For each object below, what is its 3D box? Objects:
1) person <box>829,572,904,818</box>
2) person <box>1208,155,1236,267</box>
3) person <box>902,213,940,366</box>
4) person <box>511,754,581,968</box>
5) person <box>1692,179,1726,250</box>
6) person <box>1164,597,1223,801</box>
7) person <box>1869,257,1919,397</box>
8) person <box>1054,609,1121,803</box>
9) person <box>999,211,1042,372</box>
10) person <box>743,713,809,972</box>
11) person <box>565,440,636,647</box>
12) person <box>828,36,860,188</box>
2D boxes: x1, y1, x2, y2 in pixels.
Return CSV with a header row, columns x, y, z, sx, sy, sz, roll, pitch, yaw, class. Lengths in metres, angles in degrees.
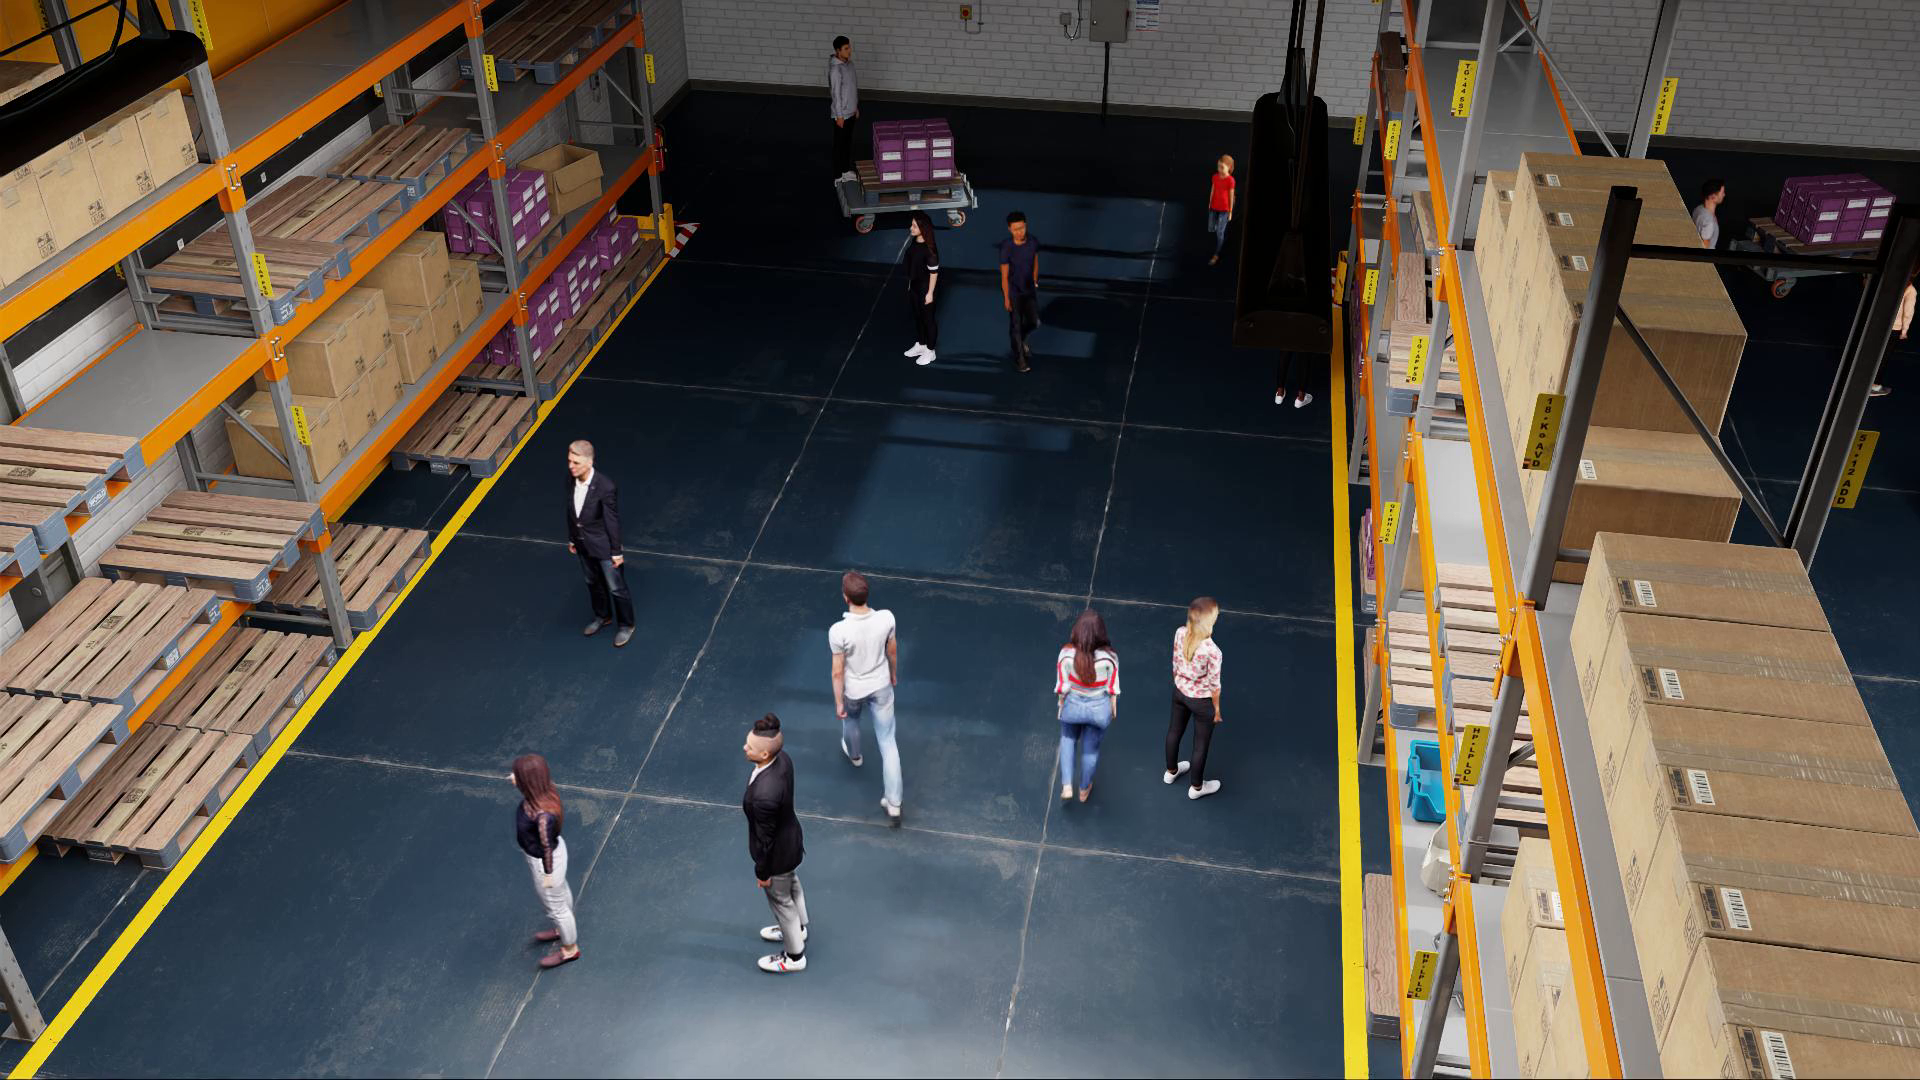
x,y,z,sx,sy,sz,roll,pitch,yaw,class
-0.605,1.088,11.471,1.082,1.808,1.307,-12,35,-17,person
3.080,-3.876,19.398,0.690,1.299,0.806,26,42,34,person
-0.378,-2.612,17.189,0.772,1.639,0.706,-19,38,-26,person
-2.577,1.971,10.321,0.731,1.609,0.607,-8,35,-12,person
7.667,-2.896,17.423,0.741,1.854,0.493,7,34,10,person
1.634,1.092,11.621,0.700,1.634,0.653,-24,41,-32,person
9.304,-2.161,16.652,0.708,1.482,0.610,-13,36,-18,person
0.866,1.214,11.464,0.595,1.604,0.651,6,34,9,person
0.558,-2.574,17.014,0.806,1.771,0.860,-20,38,-27,person
-1.116,1.839,10.210,0.768,1.952,0.550,2,34,3,person
-2.855,-0.004,13.110,0.752,1.812,0.722,19,38,26,person
-1.500,-5.481,21.243,0.782,1.931,0.605,12,35,17,person
